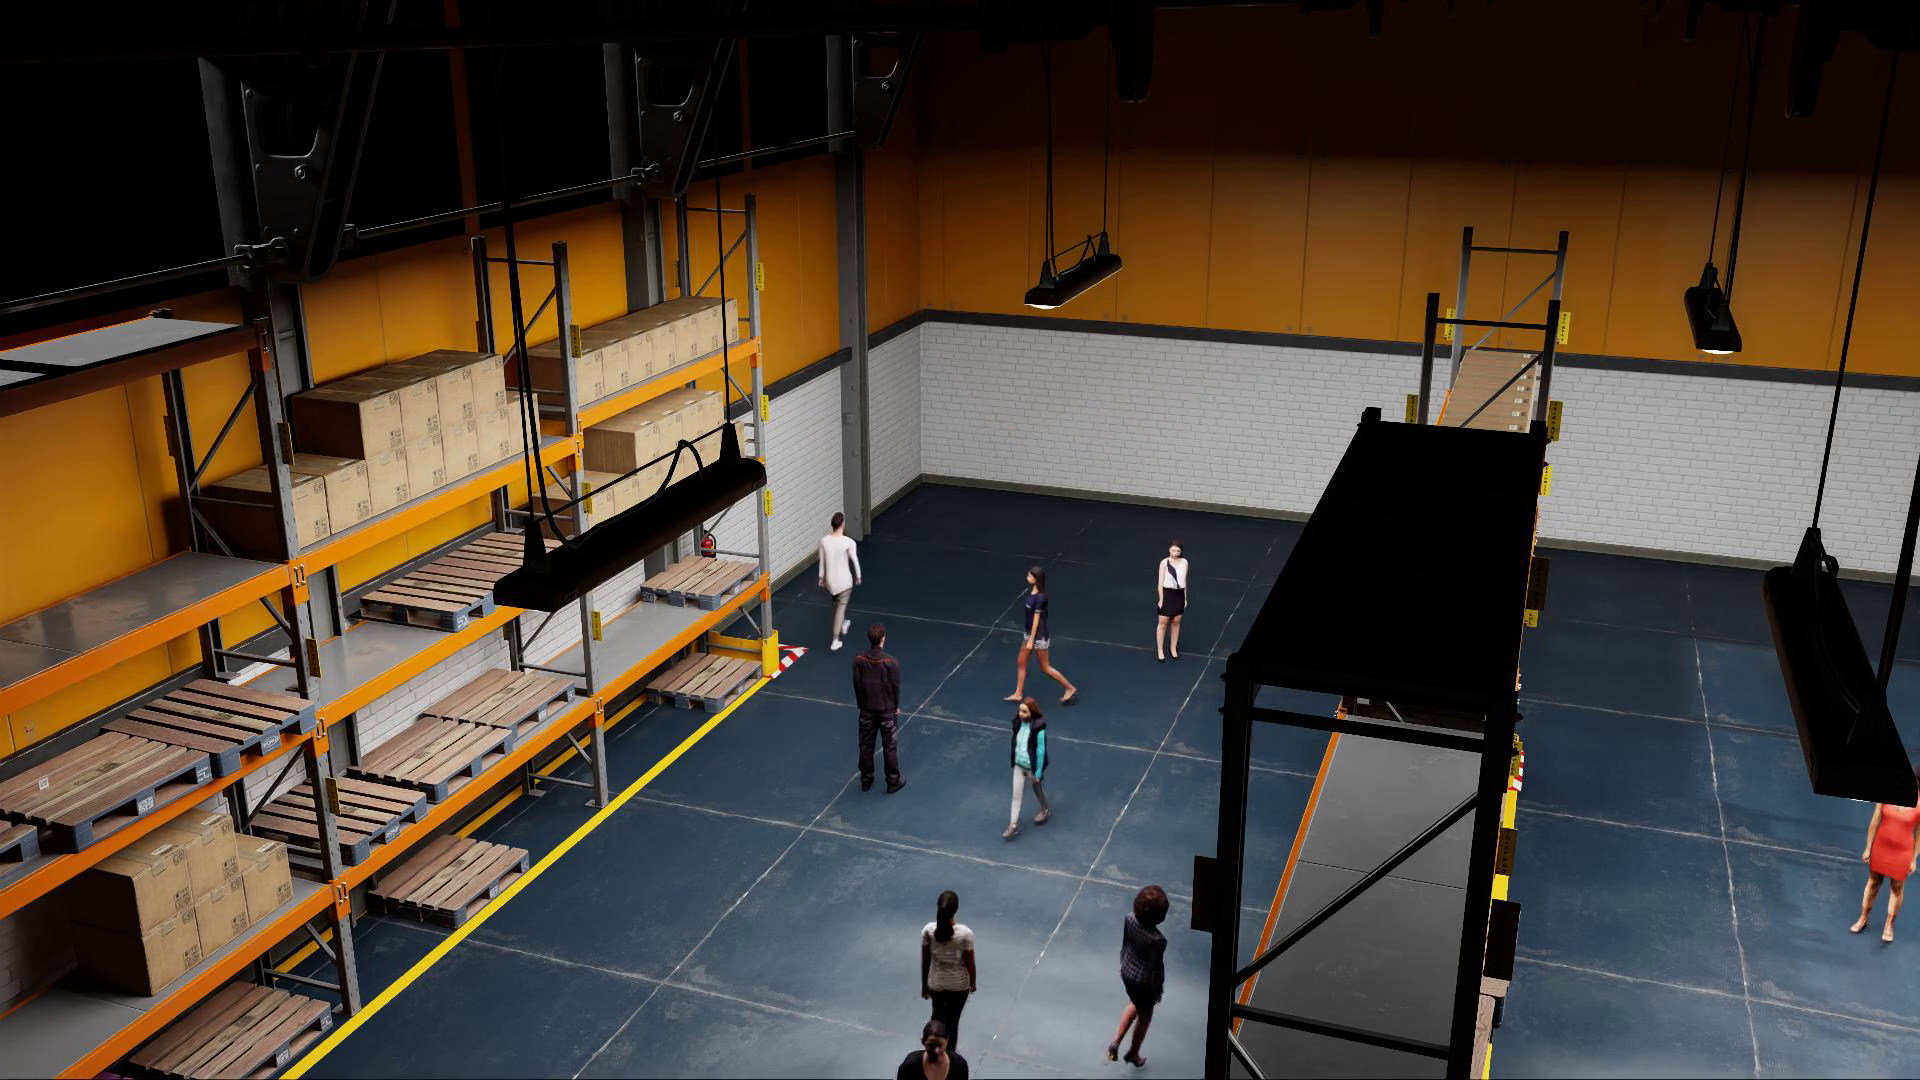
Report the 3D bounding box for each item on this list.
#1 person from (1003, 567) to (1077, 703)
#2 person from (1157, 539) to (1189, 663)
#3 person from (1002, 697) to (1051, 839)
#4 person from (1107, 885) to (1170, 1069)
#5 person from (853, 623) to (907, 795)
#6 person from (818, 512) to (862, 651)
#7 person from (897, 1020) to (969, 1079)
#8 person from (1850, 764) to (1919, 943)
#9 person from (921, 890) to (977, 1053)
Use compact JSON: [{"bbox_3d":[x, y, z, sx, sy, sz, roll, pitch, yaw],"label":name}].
[{"bbox_3d":[1.013,1.185,19.981,0.971,1.729,1.116,-2,19,-7],"label":"person"},{"bbox_3d":[2.722,0.764,21.355,0.639,1.650,0.675,-5,19,-15],"label":"person"},{"bbox_3d":[0.759,2.300,17.089,0.776,1.462,1.038,15,24,37],"label":"person"},{"bbox_3d":[1.369,3.516,13.132,0.835,1.682,0.781,-14,23,-36],"label":"person"},{"bbox_3d":[-0.873,1.799,17.866,0.695,1.915,0.600,5,19,15],"label":"person"},{"bbox_3d":[-1.605,0.562,21.728,0.758,1.796,1.167,5,19,14],"label":"person"},{"bbox_3d":[-0.214,4.042,11.532,0.929,1.707,1.243,-1,19,-2],"label":"person"},{"bbox_3d":[8.486,2.826,15.128,0.656,1.717,0.641,15,24,38],"label":"person"},{"bbox_3d":[-0.114,3.548,13.115,0.597,1.634,0.616,4,19,12],"label":"person"}]
